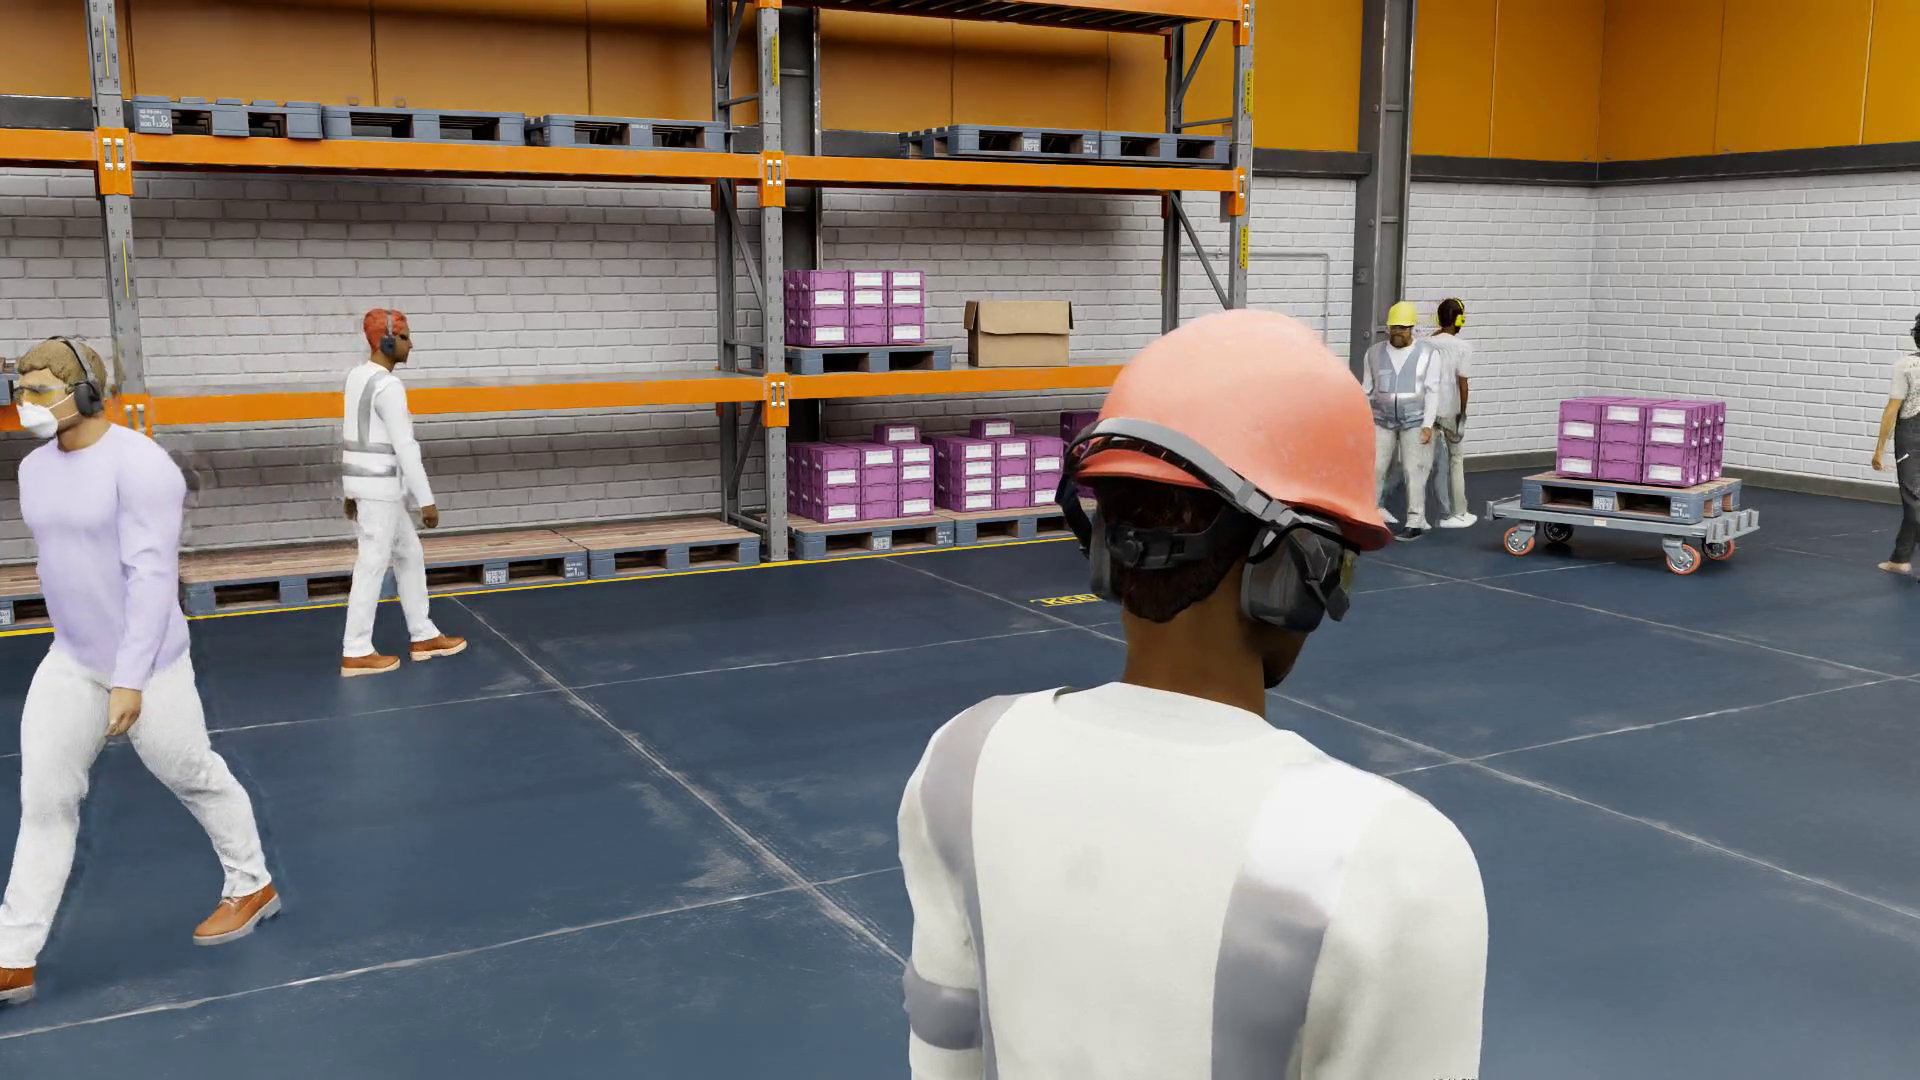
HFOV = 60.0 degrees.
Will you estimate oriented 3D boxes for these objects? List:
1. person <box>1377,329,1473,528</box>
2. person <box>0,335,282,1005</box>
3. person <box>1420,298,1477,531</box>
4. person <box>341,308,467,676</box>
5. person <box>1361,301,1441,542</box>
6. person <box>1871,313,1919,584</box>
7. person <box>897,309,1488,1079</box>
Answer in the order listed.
[{"bbox_3d":[3.691,-0.900,13.319,0.780,1.593,0.506,2,10,14],"label":"person"},{"bbox_3d":[-2.462,0.356,4.816,0.650,1.887,1.041,4,10,23],"label":"person"},{"bbox_3d":[3.827,-0.983,13.168,0.514,1.826,0.868,8,12,39],"label":"person"},{"bbox_3d":[-2.849,-0.246,8.524,0.817,1.854,0.607,-6,11,-34],"label":"person"},{"bbox_3d":[3.322,-0.895,12.631,0.601,1.818,0.424,4,10,23],"label":"person"},{"bbox_3d":[6.359,-0.606,10.946,0.524,1.825,0.861,-1,9,-7],"label":"person"},{"bbox_3d":[0.226,0.809,1.572,0.397,2.034,0.605,-9,13,-44],"label":"person"}]
